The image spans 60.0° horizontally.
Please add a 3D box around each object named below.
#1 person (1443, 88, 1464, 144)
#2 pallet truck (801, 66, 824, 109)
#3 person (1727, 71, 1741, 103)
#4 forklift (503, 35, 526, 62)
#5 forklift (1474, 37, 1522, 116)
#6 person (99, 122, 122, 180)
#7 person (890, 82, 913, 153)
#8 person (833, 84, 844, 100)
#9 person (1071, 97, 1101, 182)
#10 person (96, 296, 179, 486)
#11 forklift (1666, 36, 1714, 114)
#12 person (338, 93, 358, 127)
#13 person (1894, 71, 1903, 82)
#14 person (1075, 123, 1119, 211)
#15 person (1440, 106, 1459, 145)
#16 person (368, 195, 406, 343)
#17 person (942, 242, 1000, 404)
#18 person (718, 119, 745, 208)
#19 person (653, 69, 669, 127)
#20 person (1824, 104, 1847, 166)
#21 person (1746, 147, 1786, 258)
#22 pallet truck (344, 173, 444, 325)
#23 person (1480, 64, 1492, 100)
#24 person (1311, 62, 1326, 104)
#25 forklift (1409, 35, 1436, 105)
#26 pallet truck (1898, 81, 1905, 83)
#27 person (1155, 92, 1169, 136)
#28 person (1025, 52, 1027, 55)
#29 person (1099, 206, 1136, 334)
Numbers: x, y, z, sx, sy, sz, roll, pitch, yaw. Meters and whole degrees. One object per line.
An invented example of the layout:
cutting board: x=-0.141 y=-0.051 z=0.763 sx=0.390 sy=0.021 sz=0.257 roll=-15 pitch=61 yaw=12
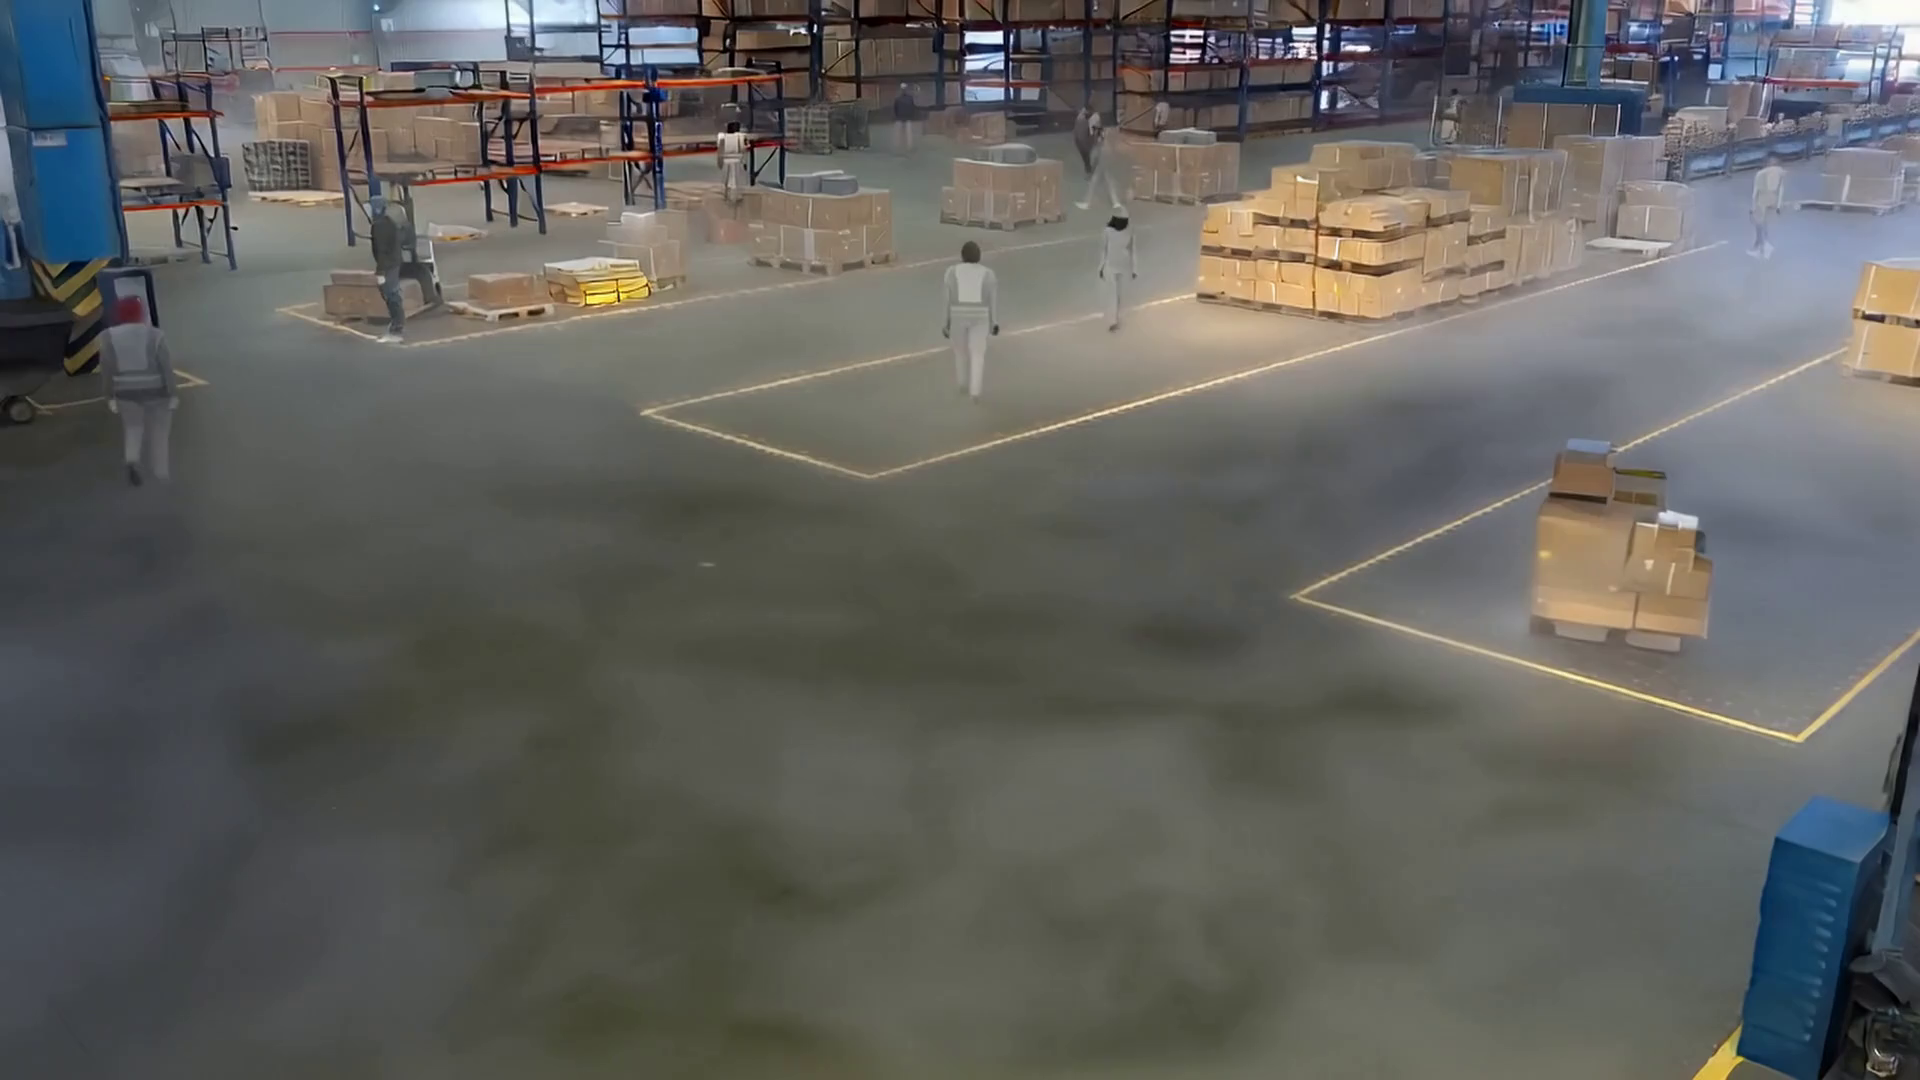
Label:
person: x=14.209 y=-12.101 z=47.912 sx=0.599 sy=1.812 sz=0.710 roll=13 pitch=22 yaw=34
pallet truck: x=-4.812 y=-15.182 z=56.903 sx=0.823 sy=1.965 sz=1.885 roll=-9 pitch=21 yaw=-26
person: x=28.398 y=-16.396 z=61.111 sx=0.528 sy=1.649 sz=0.898 roll=16 pitch=24 yaw=40
forklift: x=-16.784 y=-17.651 z=62.961 sx=1.873 sy=2.768 sz=1.129 roll=6 pitch=19 yaw=17
forklift: x=20.061 y=-16.955 z=60.864 sx=1.873 sy=2.768 sz=1.129 roll=17 pitch=25 yaw=41
person: x=-20.057 y=-9.186 z=39.003 sx=0.829 sy=1.900 sz=0.590 roll=8 pitch=20 yaw=21
person: x=-1.687 y=-12.099 z=47.671 sx=0.631 sy=1.956 sz=0.879 roll=-17 pitch=25 yaw=-42
person: x=-3.832 y=-13.574 z=52.621 sx=0.310 sy=1.636 sz=0.523 roll=9 pitch=20 yaw=24
person: x=3.000 y=-9.782 z=40.567 sx=0.830 sy=2.000 sz=0.693 roll=-16 pitch=24 yaw=-39
person: x=-7.653 y=-1.365 z=15.545 sx=0.631 sy=1.827 sz=0.553 roll=-4 pitch=19 yaw=-11
forklift: x=27.341 y=-17.291 z=61.877 sx=1.129 sy=2.768 sz=1.873 roll=17 pitch=25 yaw=41
person: x=-16.065 y=-10.689 z=43.478 sx=0.656 sy=1.925 sz=0.437 roll=-5 pitch=19 yaw=-14
person: x=33.124 y=-15.782 z=59.114 sx=0.789 sy=1.740 sz=0.520 roll=15 pitch=24 yaw=39
person: x=2.953 y=-7.867 z=35.146 sx=0.971 sy=1.821 sz=0.541 roll=3 pitch=19 yaw=8
person: x=11.419 y=-9.145 z=38.832 sx=0.399 sy=1.928 sz=0.542 roll=-9 pitch=21 yaw=-26
person: x=-7.625 y=-3.602 z=22.104 sx=0.361 sy=1.939 sz=0.635 roll=-2 pitch=18 yaw=-6
person: x=0.130 y=-2.504 z=19.035 sx=0.656 sy=1.788 sz=0.969 roll=1 pitch=18 yaw=2
person: x=-4.906 y=-8.088 z=35.729 sx=0.573 sy=1.876 sz=0.355 roll=-6 pitch=19 yaw=-18
person: x=-10.135 y=-14.983 z=56.444 sx=0.588 sy=1.911 sz=0.396 roll=7 pitch=20 yaw=21
person: x=23.231 y=-10.756 z=44.190 sx=0.817 sy=1.601 sz=0.509 roll=-17 pitch=25 yaw=-42
person: x=14.066 y=-5.857 z=28.942 sx=0.549 sy=1.918 sz=0.757 roll=-2 pitch=19 yaw=-7
pallet truck: x=-8.209 y=-4.181 z=23.757 sx=0.823 sy=1.965 sz=1.885 roll=3 pitch=19 yaw=9
person: x=21.505 y=-18.788 z=67.917 sx=0.946 sy=1.889 sz=0.572 roll=-17 pitch=25 yaw=-42
person: x=14.718 y=-18.731 z=67.926 sx=0.709 sy=1.777 sz=0.761 roll=-15 pitch=23 yaw=-38
forklift: x=17.654 y=-17.874 z=63.633 sx=1.873 sy=2.768 sz=1.129 roll=16 pitch=24 yaw=40
pallet truck: x=34.802 y=-16.331 z=61.455 sx=0.653 sy=1.274 sz=1.630 roll=17 pitch=25 yaw=41
person: x=5.757 y=-11.934 z=47.586 sx=0.317 sy=1.695 sz=0.540 roll=15 pitch=24 yaw=39
person: x=3.051 y=-21.373 z=75.704 sx=0.424 sy=1.903 sz=0.669 roll=14 pitch=23 yaw=35
person: x=2.161 y=-3.722 z=22.834 sx=0.504 sy=1.714 sz=0.750 roll=-1 pitch=18 yaw=-3
